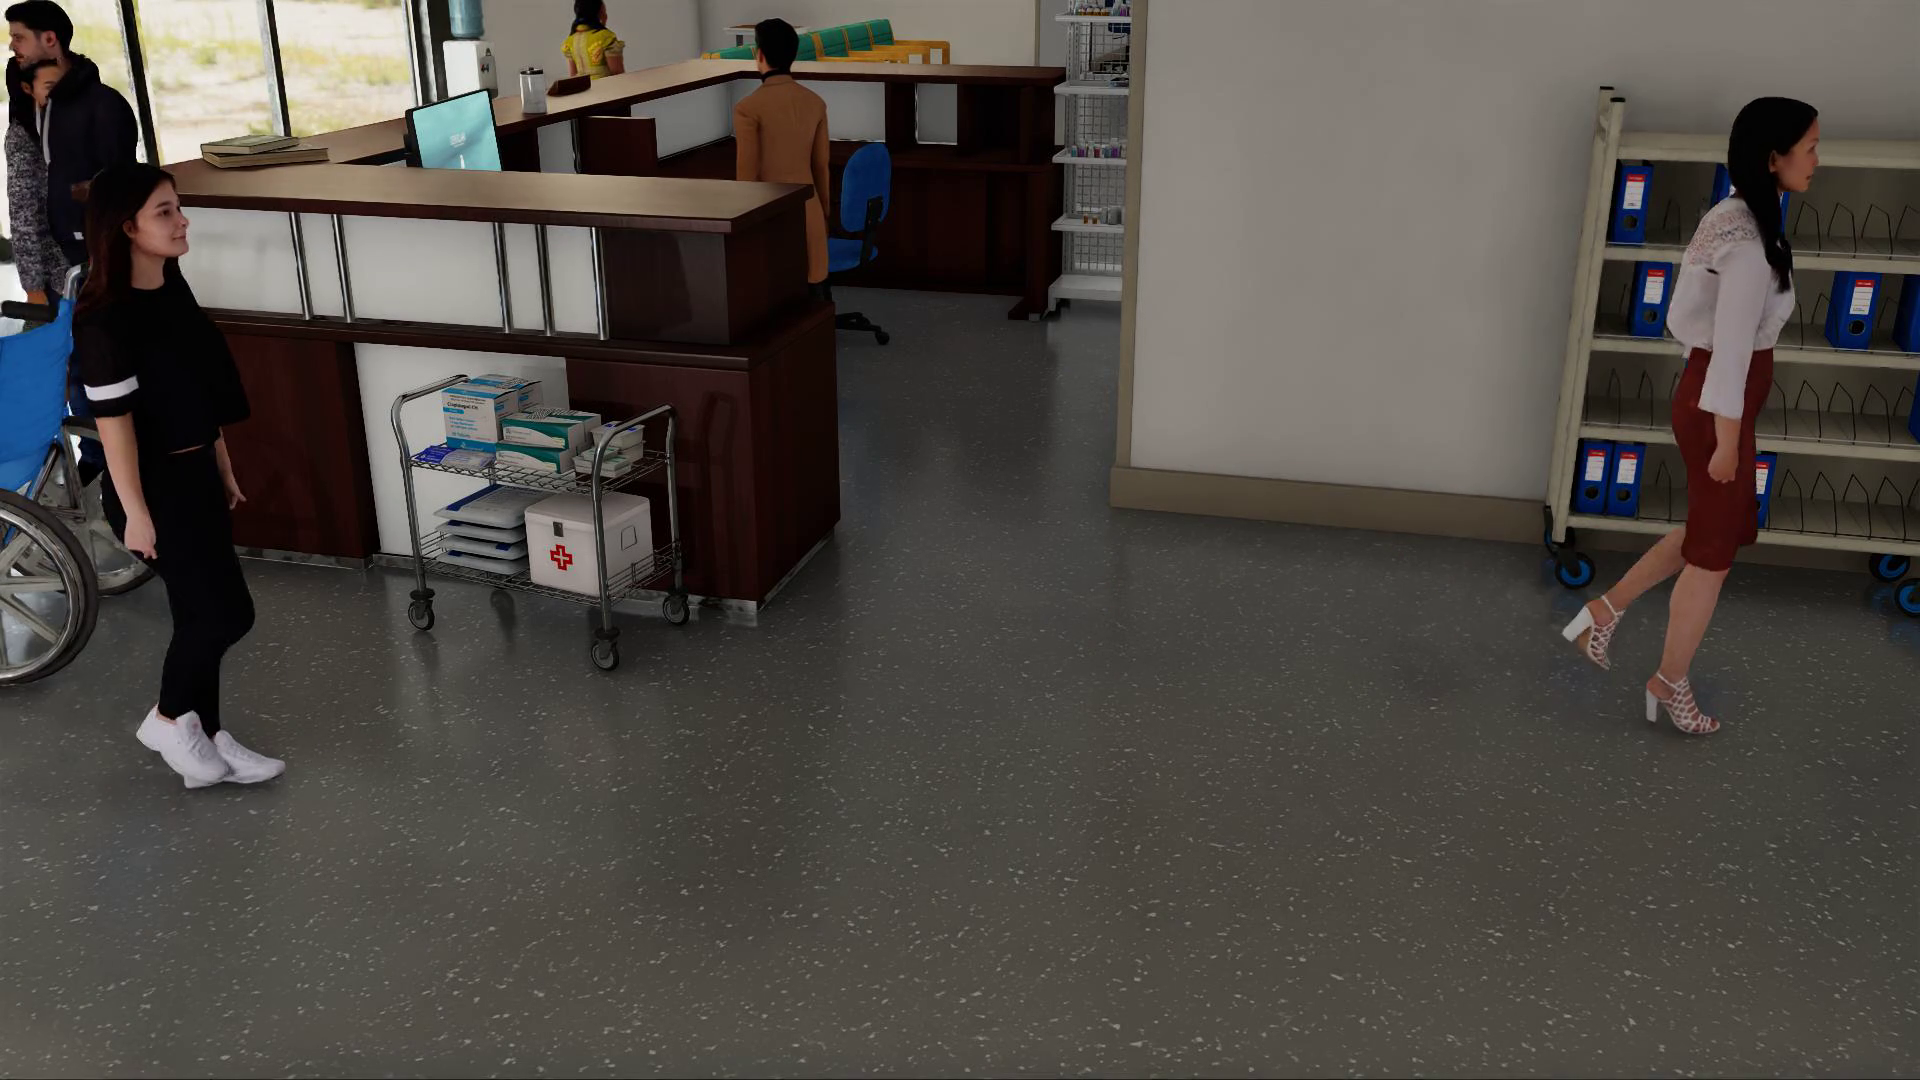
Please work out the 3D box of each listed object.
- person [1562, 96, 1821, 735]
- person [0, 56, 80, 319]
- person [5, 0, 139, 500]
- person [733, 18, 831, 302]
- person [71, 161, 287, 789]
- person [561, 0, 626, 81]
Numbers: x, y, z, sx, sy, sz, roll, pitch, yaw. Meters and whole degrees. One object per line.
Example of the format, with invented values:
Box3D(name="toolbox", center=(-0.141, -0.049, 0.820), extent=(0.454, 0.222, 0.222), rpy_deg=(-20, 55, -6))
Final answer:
Box3D(name="person", center=(1.950, -0.295, 4.484), extent=(0.705, 1.736, 0.635), rpy_deg=(7, 22, 19))
Box3D(name="person", center=(-3.566, -1.027, 6.456), extent=(0.945, 1.709, 0.814), rpy_deg=(-5, 21, -12))
Box3D(name="person", center=(-3.253, -1.121, 6.515), extent=(1.147, 1.844, 0.901), rpy_deg=(9, 23, 23))
Box3D(name="person", center=(-0.791, -1.470, 7.542), extent=(0.766, 1.726, 0.810), rpy_deg=(-15, 25, -34))
Box3D(name="person", center=(-2.046, -0.118, 4.164), extent=(0.698, 1.633, 0.685), rpy_deg=(0, 21, -1))
Box3D(name="person", center=(-2.592, -3.086, 11.961), extent=(0.797, 1.660, 0.978), rpy_deg=(10, 23, 25))
